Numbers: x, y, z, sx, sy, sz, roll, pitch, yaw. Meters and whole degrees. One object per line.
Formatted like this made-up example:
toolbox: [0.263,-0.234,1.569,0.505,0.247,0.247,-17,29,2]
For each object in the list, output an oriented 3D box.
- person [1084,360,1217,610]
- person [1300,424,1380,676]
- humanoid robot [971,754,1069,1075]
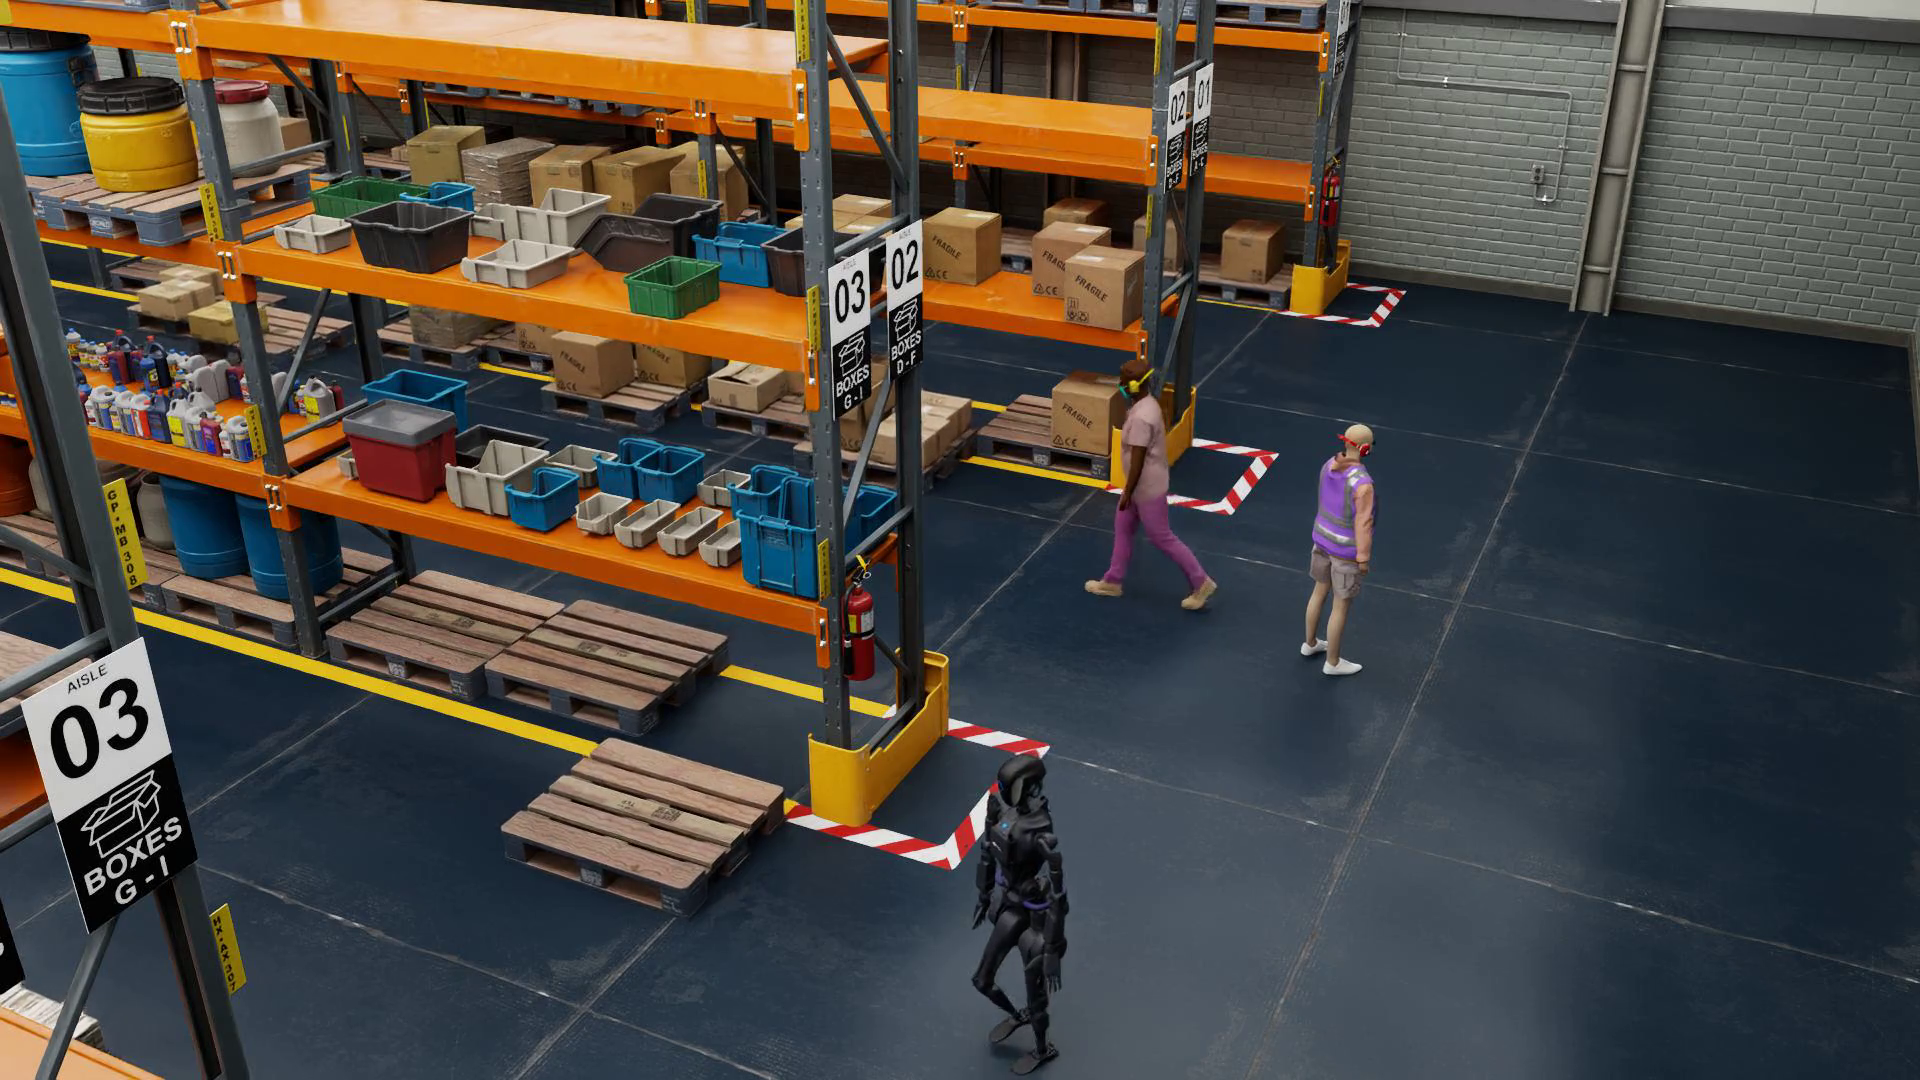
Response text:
person: [1.348,-0.354,11.338,0.886,1.757,0.609,3,26,6]
person: [2.426,0.057,10.591,0.351,1.688,0.489,-11,28,-21]
humanoid robot: [0.288,1.674,7.328,0.343,1.650,0.603,-17,31,-30]
